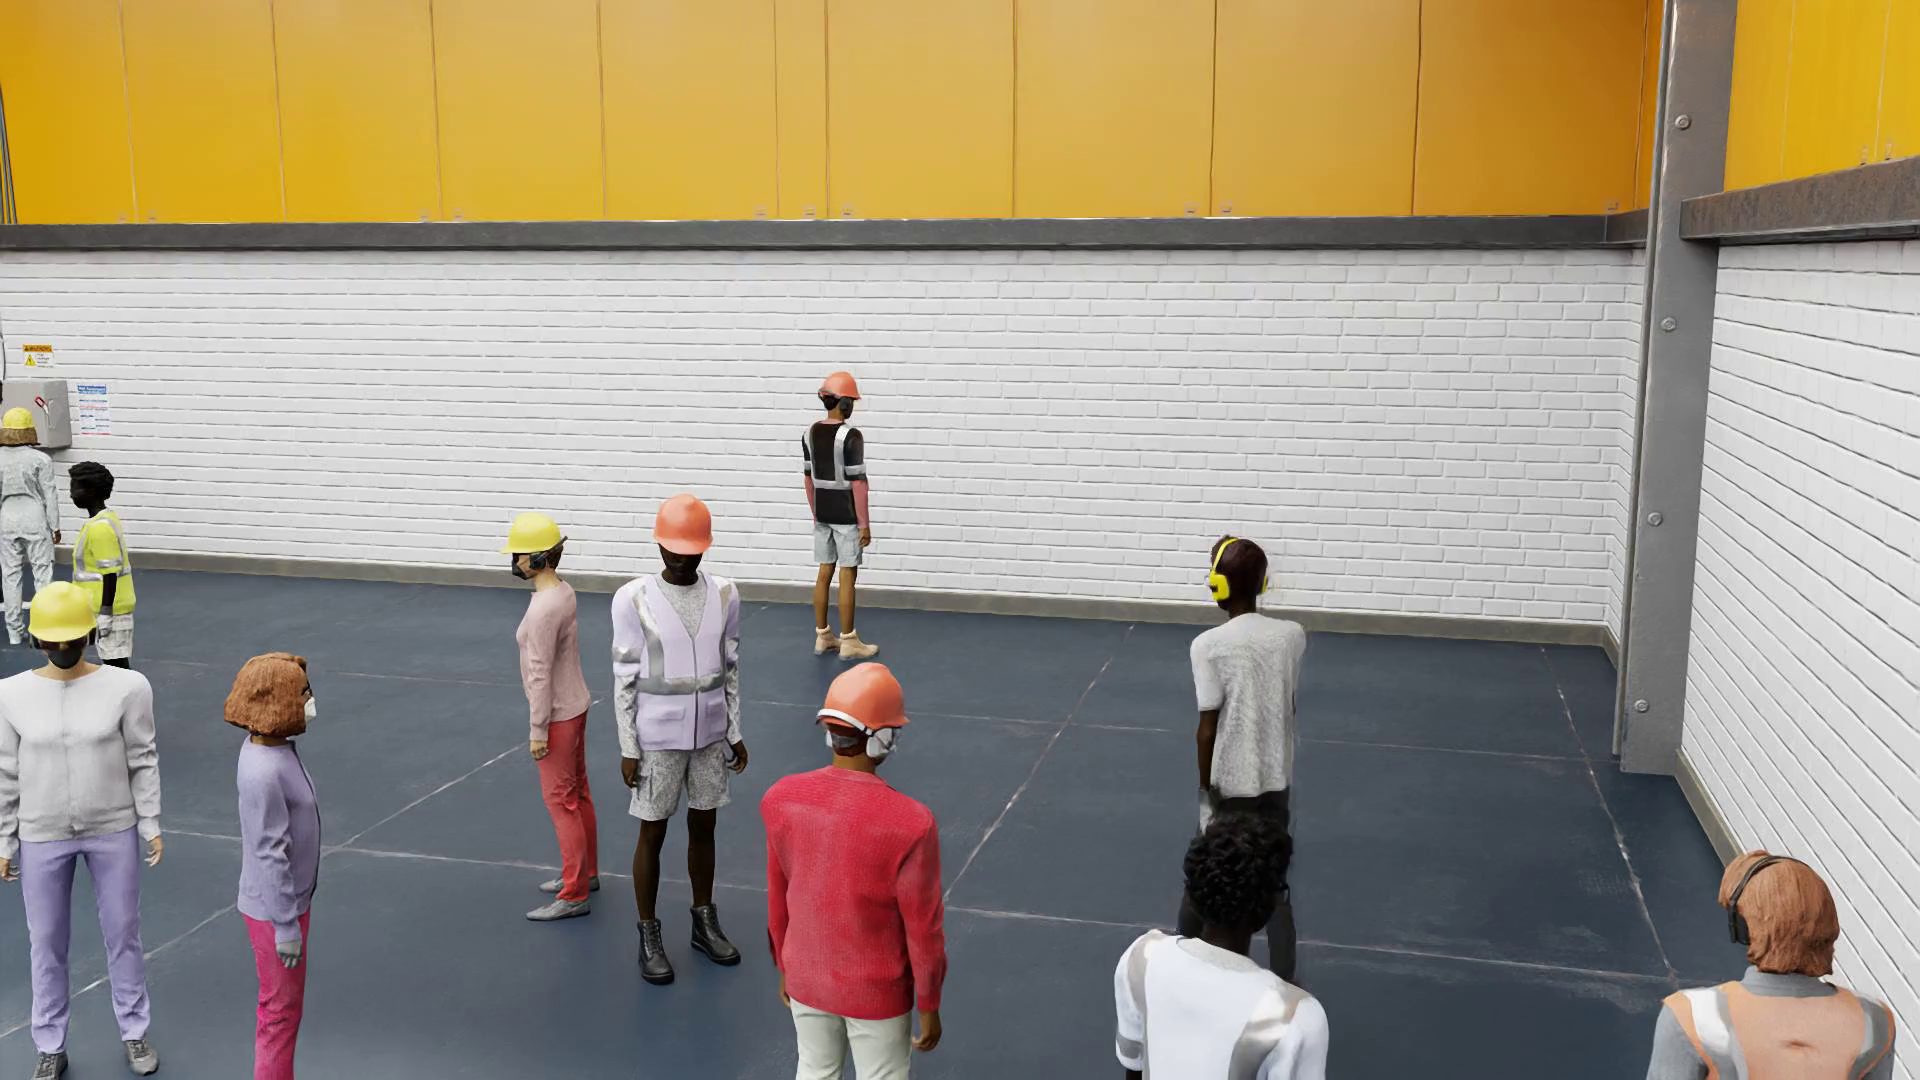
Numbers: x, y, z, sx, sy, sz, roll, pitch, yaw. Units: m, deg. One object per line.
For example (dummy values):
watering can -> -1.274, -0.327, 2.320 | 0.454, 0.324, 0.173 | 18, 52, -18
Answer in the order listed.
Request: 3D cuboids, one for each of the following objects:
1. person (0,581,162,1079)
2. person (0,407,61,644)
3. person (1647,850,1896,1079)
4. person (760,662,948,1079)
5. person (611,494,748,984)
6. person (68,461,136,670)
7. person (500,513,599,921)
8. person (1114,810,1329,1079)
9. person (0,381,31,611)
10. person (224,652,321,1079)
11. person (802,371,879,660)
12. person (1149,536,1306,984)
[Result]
person -> -3.007, 1.003, 5.681 | 0.523, 1.766, 0.320 | -5, 11, -26
person -> -6.886, -0.105, 12.263 | 0.491, 1.743, 0.324 | -1, 10, -6
person -> 1.651, 1.448, 3.455 | 0.526, 1.632, 0.312 | -1, 10, -5
person -> -0.278, 1.196, 4.614 | 0.568, 1.741, 0.354 | 6, 11, 30
person -> -1.087, 0.770, 6.569 | 0.542, 1.929, 0.374 | -7, 12, -34
person -> -4.869, 0.391, 9.475 | 0.316, 1.696, 0.541 | -5, 11, -27
person -> -1.779, 0.752, 7.188 | 0.349, 1.758, 0.522 | -1, 10, -3
person -> 0.548, 1.403, 3.548 | 0.319, 1.691, 0.540 | -9, 13, -43
person -> -7.810, -0.379, 13.380 | 0.587, 1.915, 0.391 | 8, 13, 41
person -> -2.103, 1.150, 5.199 | 0.281, 1.634, 0.498 | -4, 10, -20
person -> -0.846, -0.172, 11.786 | 0.608, 2.043, 0.374 | 9, 13, 44
person -> 1.008, 0.888, 6.193 | 0.494, 1.817, 0.949 | -3, 10, -18
